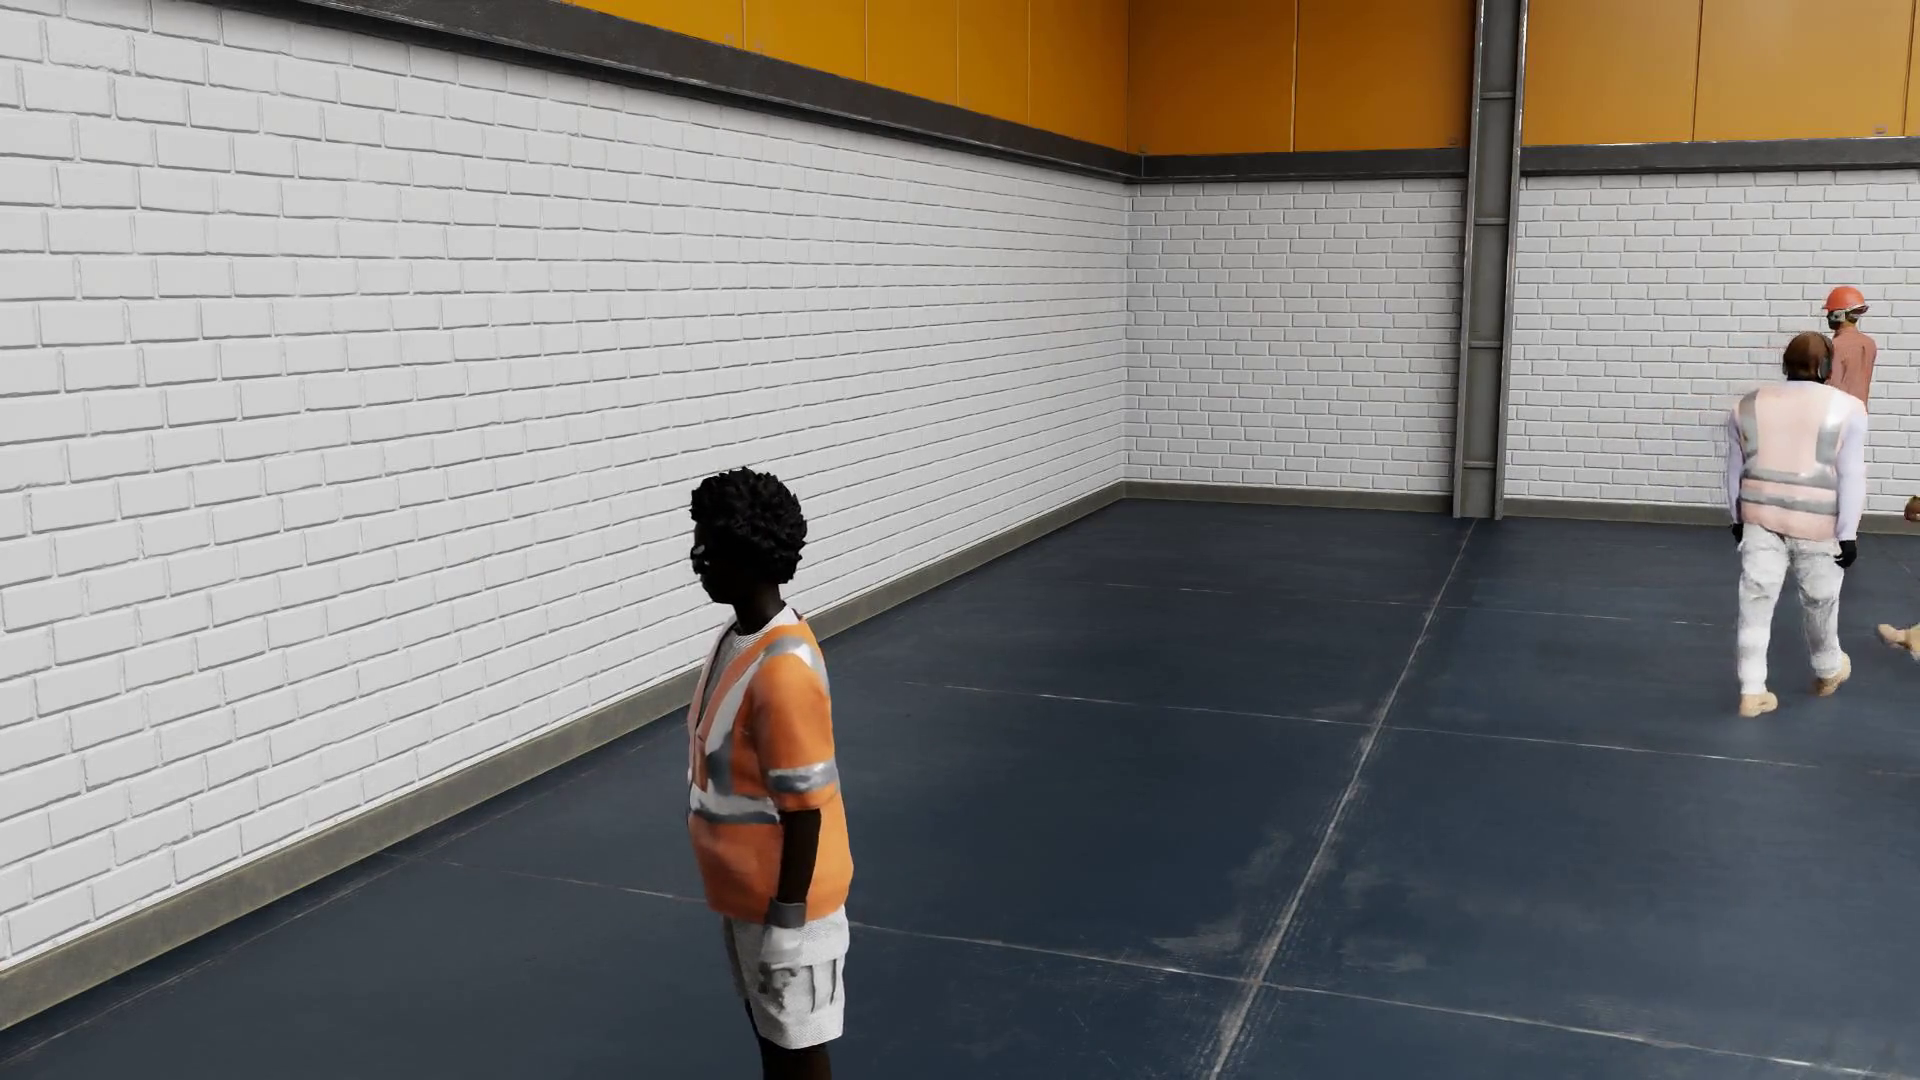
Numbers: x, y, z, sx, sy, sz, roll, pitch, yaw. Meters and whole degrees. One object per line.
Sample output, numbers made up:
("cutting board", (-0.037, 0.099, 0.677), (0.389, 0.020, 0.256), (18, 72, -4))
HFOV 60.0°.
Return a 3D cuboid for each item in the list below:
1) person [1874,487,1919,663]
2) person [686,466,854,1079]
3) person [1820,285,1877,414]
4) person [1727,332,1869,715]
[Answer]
("person", (5.204, -0.262, 8.471), (0.631, 1.989, 1.044), (-4, 10, -26))
("person", (-0.385, 0.697, 3.347), (0.321, 1.699, 0.535), (-3, 9, -17))
("person", (6.374, -0.840, 12.079), (0.609, 1.995, 0.375), (-7, 11, -36))
("person", (4.024, -0.091, 7.977), (0.658, 1.795, 0.931), (9, 13, 44))
